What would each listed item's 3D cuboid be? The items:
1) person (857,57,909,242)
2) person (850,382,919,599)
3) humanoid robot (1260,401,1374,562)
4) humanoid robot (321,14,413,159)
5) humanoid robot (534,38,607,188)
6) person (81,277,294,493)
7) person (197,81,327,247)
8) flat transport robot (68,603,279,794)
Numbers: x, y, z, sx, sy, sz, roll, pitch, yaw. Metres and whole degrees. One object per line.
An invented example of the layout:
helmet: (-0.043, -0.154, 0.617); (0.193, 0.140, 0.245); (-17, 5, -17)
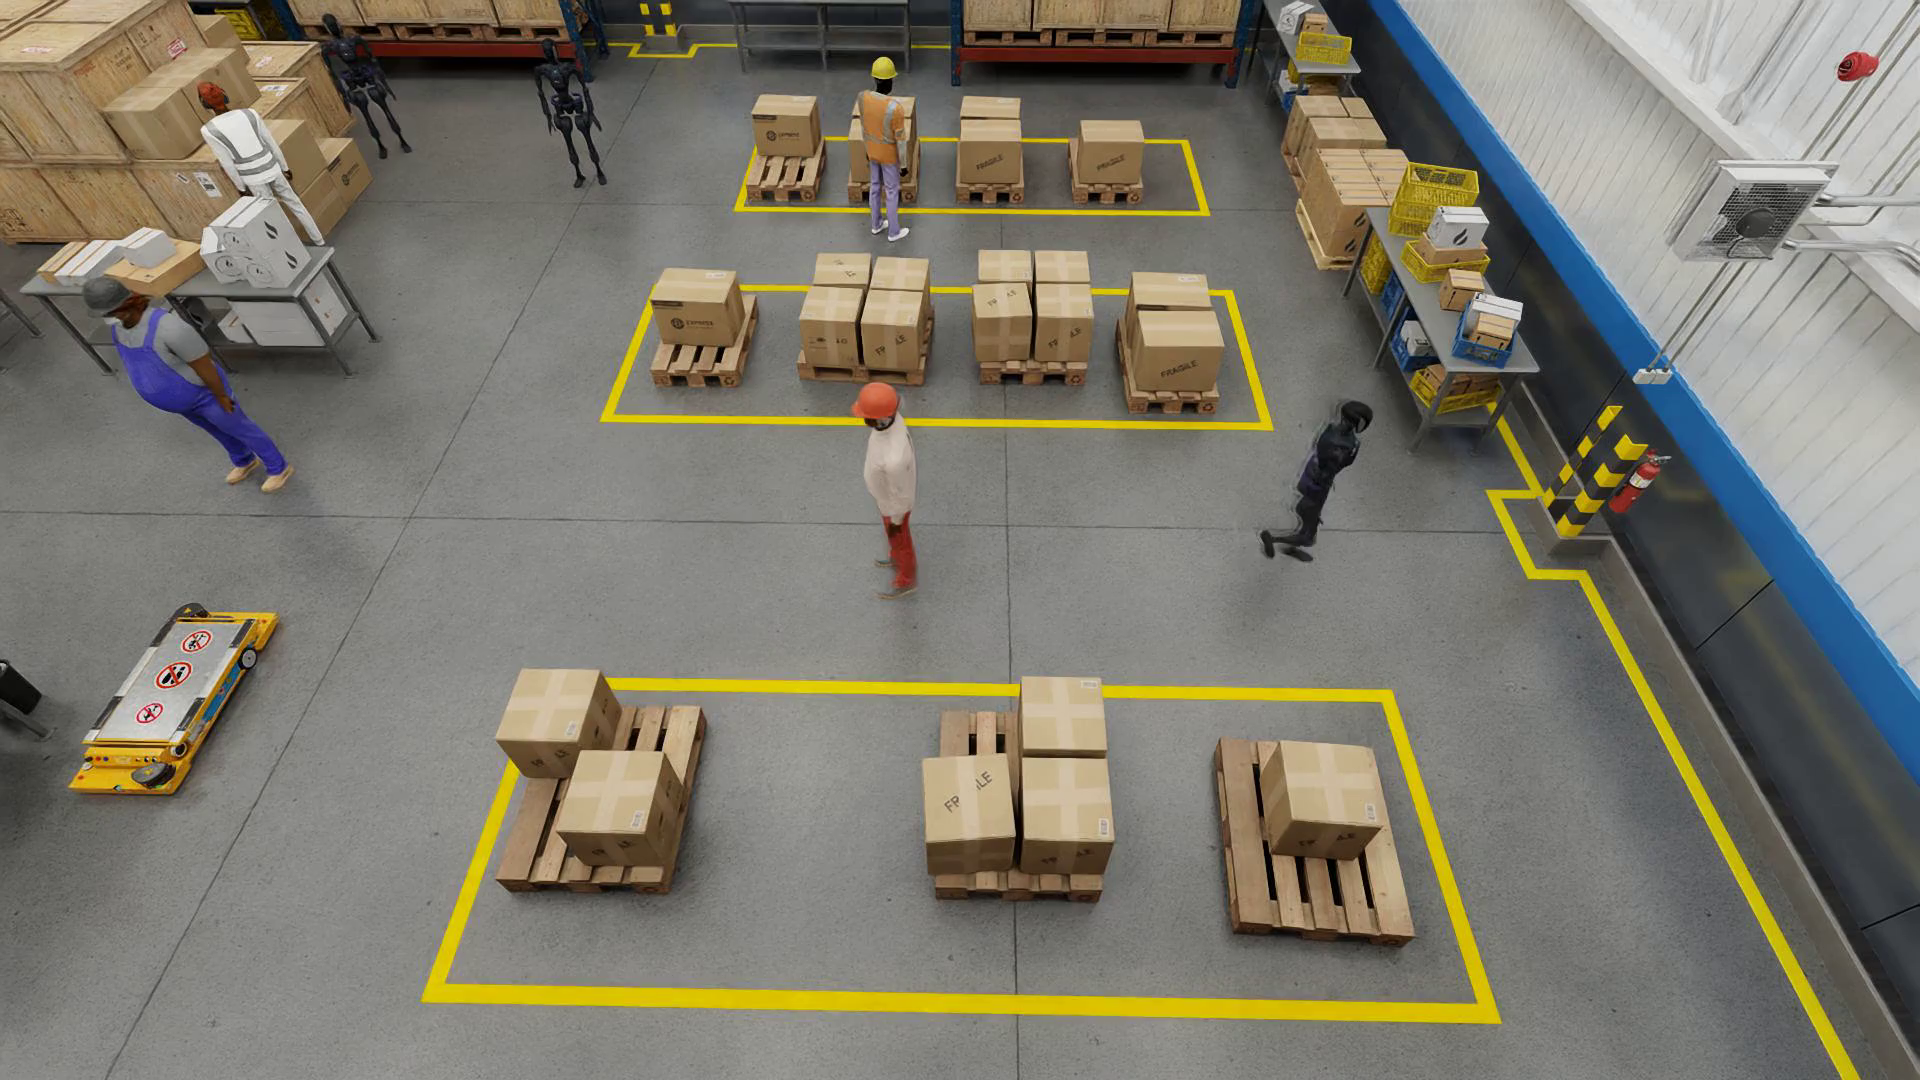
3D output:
person: (-0.793, -4.139, 9.793); (0.579, 1.919, 0.397); (27, 55, 21)
person: (-0.507, -0.330, 6.518); (0.399, 1.989, 0.621); (-8, 50, -7)
humanoid robot: (2.618, -0.376, 6.765); (0.386, 1.649, 0.614); (24, 54, 19)
humanoid robot: (-7.197, -5.458, 11.062); (0.571, 1.649, 0.365); (-28, 55, -22)
humanoid robot: (-4.495, -4.906, 10.586); (0.600, 1.657, 0.331); (-9, 50, -7)
person: (-6.095, -1.186, 7.211); (0.681, 2.000, 0.535); (13, 51, 10)
person: (-7.246, -3.781, 9.510); (0.356, 1.882, 0.573); (27, 55, 21)
flat transport robot: (-5.504, 1.072, 6.442); (0.652, 0.197, 1.431); (1, 50, 1)
